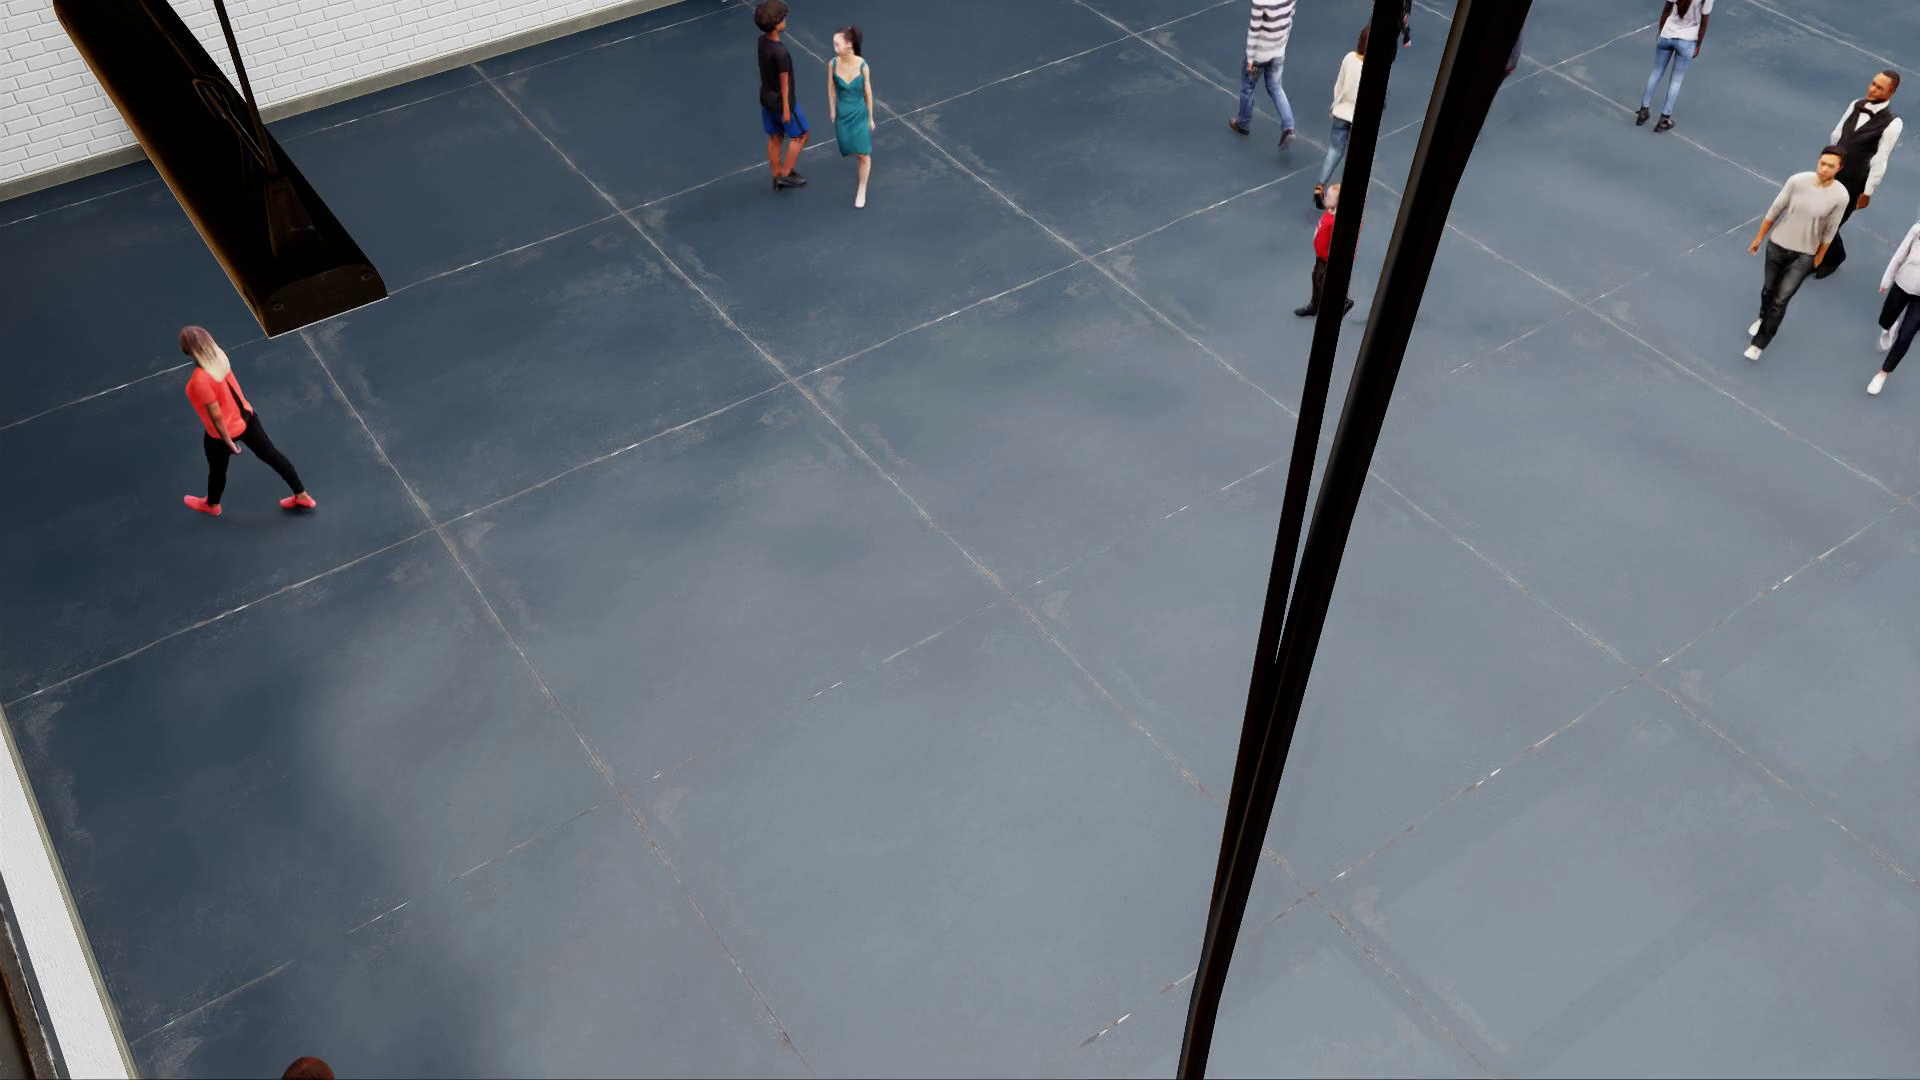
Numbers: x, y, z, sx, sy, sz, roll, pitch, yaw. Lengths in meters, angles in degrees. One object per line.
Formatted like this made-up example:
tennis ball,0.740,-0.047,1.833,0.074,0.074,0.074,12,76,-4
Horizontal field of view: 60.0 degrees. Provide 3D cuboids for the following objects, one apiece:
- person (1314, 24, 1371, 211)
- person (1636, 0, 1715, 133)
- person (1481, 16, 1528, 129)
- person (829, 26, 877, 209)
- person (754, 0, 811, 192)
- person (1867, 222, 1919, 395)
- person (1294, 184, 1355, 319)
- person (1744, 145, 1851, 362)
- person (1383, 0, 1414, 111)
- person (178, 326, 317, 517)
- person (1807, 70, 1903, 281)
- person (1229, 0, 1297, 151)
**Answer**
person,3.422,-3.672,14.633,0.848,1.643,1.121,28,50,26
person,6.754,-4.700,15.656,0.629,1.720,0.580,32,52,29
person,4.979,-4.504,15.556,0.769,1.573,0.885,34,53,30
person,-0.925,-3.781,14.726,0.833,1.673,0.895,5,44,5
person,-1.678,-3.886,14.753,0.581,1.787,0.597,-25,49,-24
person,7.384,-1.962,12.808,0.780,1.684,1.031,28,50,26
person,3.036,-2.322,13.484,0.781,1.274,0.699,2,44,2
person,6.600,-2.347,13.140,0.781,1.784,1.037,32,52,29
person,3.990,-4.828,15.823,0.679,1.676,0.660,-7,44,-7
person,-4.978,-0.785,11.603,1.188,1.642,1.059,3,44,3
person,7.421,-3.013,13.750,0.828,1.907,0.804,-11,45,-11
person,2.889,-4.458,15.326,1.057,1.825,0.860,-17,46,-17
